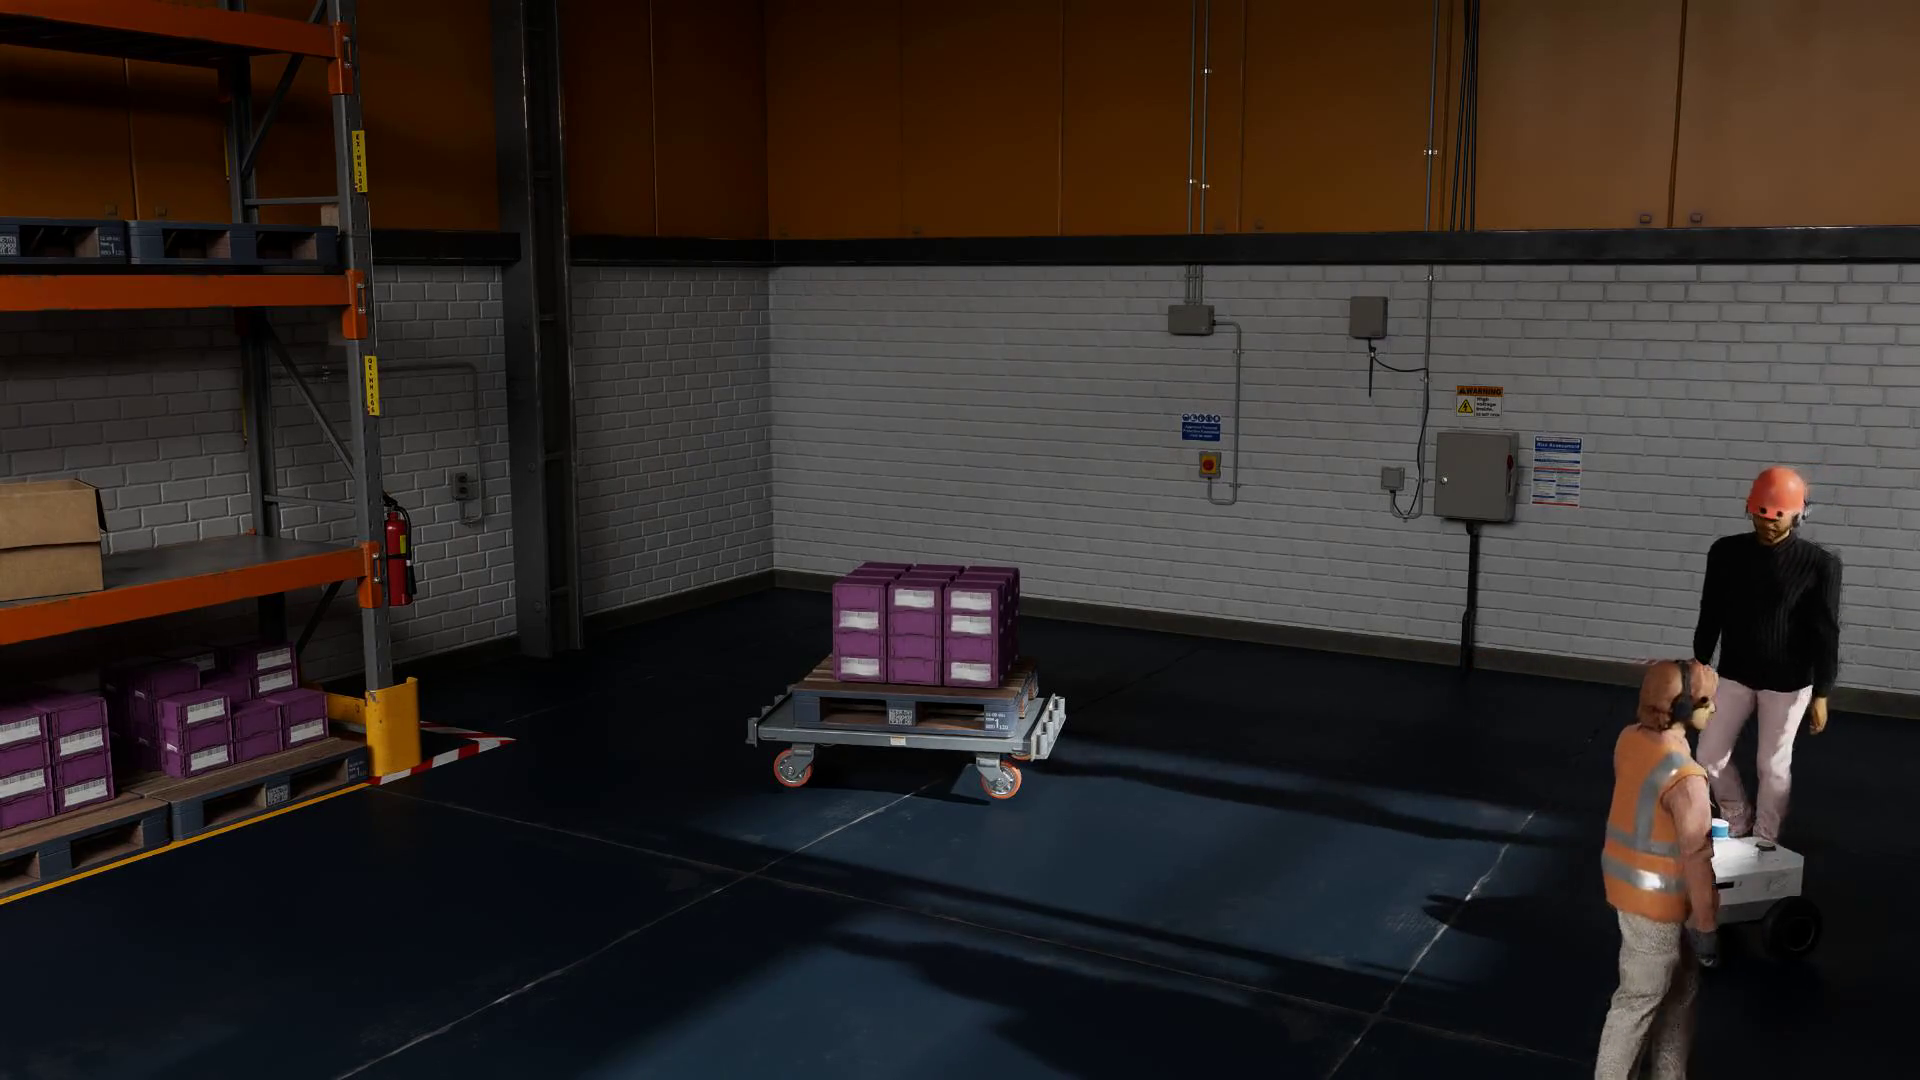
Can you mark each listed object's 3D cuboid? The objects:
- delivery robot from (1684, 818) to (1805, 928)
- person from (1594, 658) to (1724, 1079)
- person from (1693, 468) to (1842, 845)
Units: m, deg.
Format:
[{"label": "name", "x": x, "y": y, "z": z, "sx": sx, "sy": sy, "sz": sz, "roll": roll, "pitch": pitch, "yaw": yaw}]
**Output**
[{"label": "delivery robot", "x": 3.144, "y": 1.409, "z": 6.957, "sx": 0.707, "sy": 0.478, "sz": 0.477, "roll": -2, "pitch": 9, "yaw": -15}, {"label": "person", "x": 2.340, "y": 1.179, "z": 5.376, "sx": 0.627, "sy": 1.617, "sz": 0.537, "roll": 0, "pitch": 9, "yaw": 3}, {"label": "person", "x": 3.672, "y": 0.643, "z": 7.648, "sx": 0.441, "sy": 1.965, "sz": 0.670, "roll": -8, "pitch": 12, "yaw": -41}]
